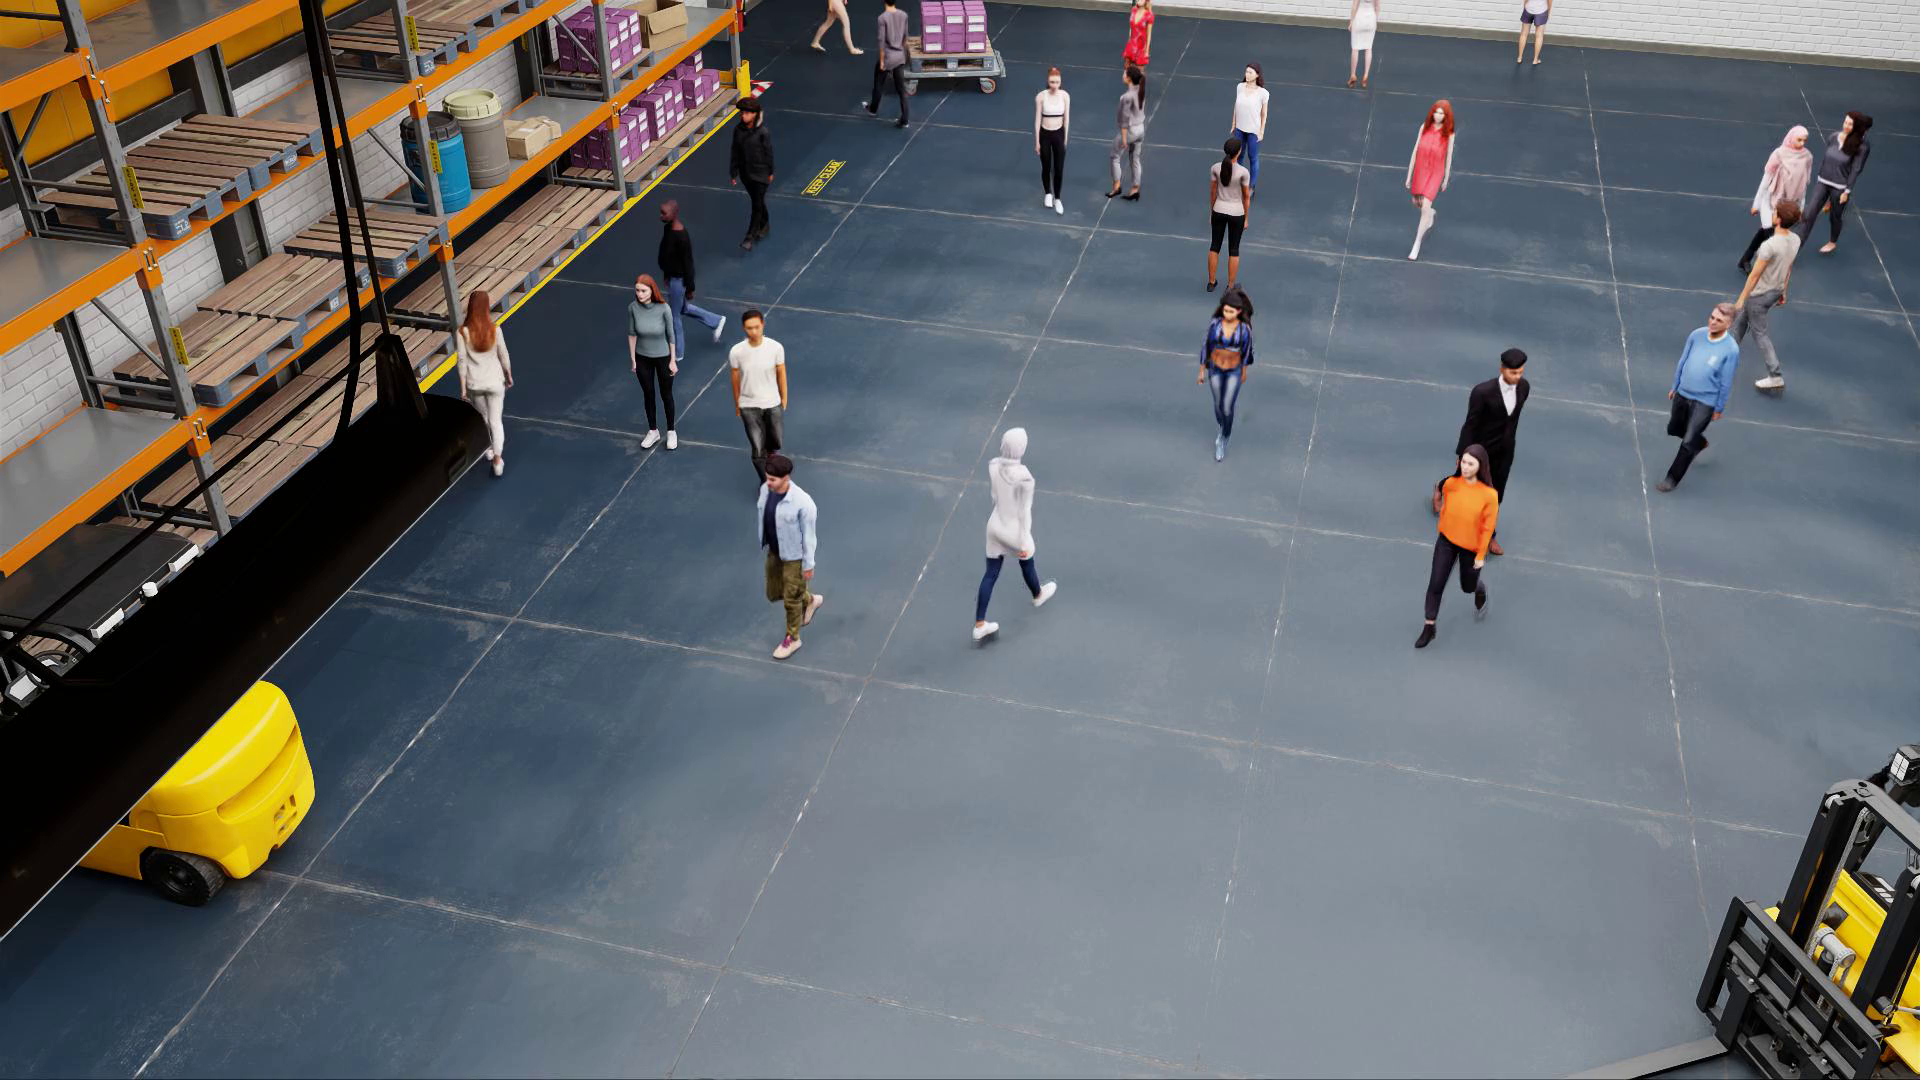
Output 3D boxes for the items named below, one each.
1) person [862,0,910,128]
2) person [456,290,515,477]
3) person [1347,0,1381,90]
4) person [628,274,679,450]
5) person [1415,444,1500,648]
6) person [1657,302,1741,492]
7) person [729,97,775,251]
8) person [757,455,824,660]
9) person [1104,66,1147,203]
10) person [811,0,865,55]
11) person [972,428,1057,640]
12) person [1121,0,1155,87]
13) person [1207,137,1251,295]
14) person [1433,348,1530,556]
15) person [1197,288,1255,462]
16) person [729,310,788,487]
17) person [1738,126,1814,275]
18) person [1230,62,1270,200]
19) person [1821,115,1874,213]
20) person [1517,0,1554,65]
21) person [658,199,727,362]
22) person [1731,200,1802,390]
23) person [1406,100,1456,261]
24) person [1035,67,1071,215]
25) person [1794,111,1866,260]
[{"bbox_3d":[-0.864,-6.478,22.476,1.137,1.814,1.156,-22,40,-30],"label":"person"},{"bbox_3d":[-4.262,-1.357,14.898,0.790,1.674,0.893,-11,35,-16],"label":"person"},{"bbox_3d":[5.786,-7.377,23.845,0.636,1.794,0.597,-2,34,-3],"label":"person"},{"bbox_3d":[-2.799,-1.636,15.256,0.603,1.742,0.552,4,34,6],"label":"person"},{"bbox_3d":[3.896,0.025,12.771,0.921,1.726,1.139,27,42,34],"label":"person"},{"bbox_3d":[6.570,-1.301,14.693,1.054,1.808,0.982,-20,38,-27],"label":"person"},{"bbox_3d":[-2.350,-4.269,19.232,0.693,1.725,1.094,11,35,16],"label":"person"},{"bbox_3d":[-1.231,0.087,12.623,0.873,1.788,0.966,25,41,33],"label":"person"},{"bbox_3d":[2.156,-4.908,20.253,0.805,1.659,0.736,25,41,32],"label":"person"},{"bbox_3d":[-1.970,-8.145,25.171,0.734,1.606,1.026,3,34,5],"label":"person"},{"bbox_3d":[0.311,-0.005,12.821,0.973,1.721,1.240,26,42,34],"label":"person"},{"bbox_3d":[2.576,-6.956,23.402,0.795,1.584,0.728,-28,43,-35],"label":"person"},{"bbox_3d":[2.914,-3.530,18.100,0.651,1.748,0.610,16,37,22],"label":"person"},{"bbox_3d":[4.393,-0.835,13.962,1.109,1.840,1.314,-8,34,-12],"label":"person"},{"bbox_3d":[2.456,-1.567,15.277,0.692,1.603,0.779,15,36,21],"label":"person"},{"bbox_3d":[-1.761,-1.235,14.613,0.880,1.786,1.024,-7,34,-11],"label":"person"},{"bbox_3d":[8.951,-3.709,18.356,0.919,1.762,1.209,-3,34,-5],"label":"person"},{"bbox_3d":[3.542,-5.018,20.397,0.681,1.684,0.673,26,41,33],"label":"person"},{"bbox_3d":[10.783,-4.554,20.122,0.647,1.215,0.603,-26,42,-34],"label":"person"},{"bbox_3d":[8.630,-7.937,24.896,0.614,1.565,0.601,18,38,25],"label":"person"},{"bbox_3d":[-2.764,-2.636,16.775,1.084,1.726,1.030,-19,38,-26],"label":"person"},{"bbox_3d":[7.913,-2.351,16.226,1.211,1.859,1.212,-21,39,-28],"label":"person"},{"bbox_3d":[5.371,-4.152,18.992,0.876,1.797,1.181,23,40,30],"label":"person"},{"bbox_3d":[1.088,-4.873,20.141,0.722,1.725,0.864,-2,34,-2],"label":"person"},{"bbox_3d":[9.945,-4.004,18.839,1.194,1.718,1.052,-23,40,-31],"label":"person"}]
